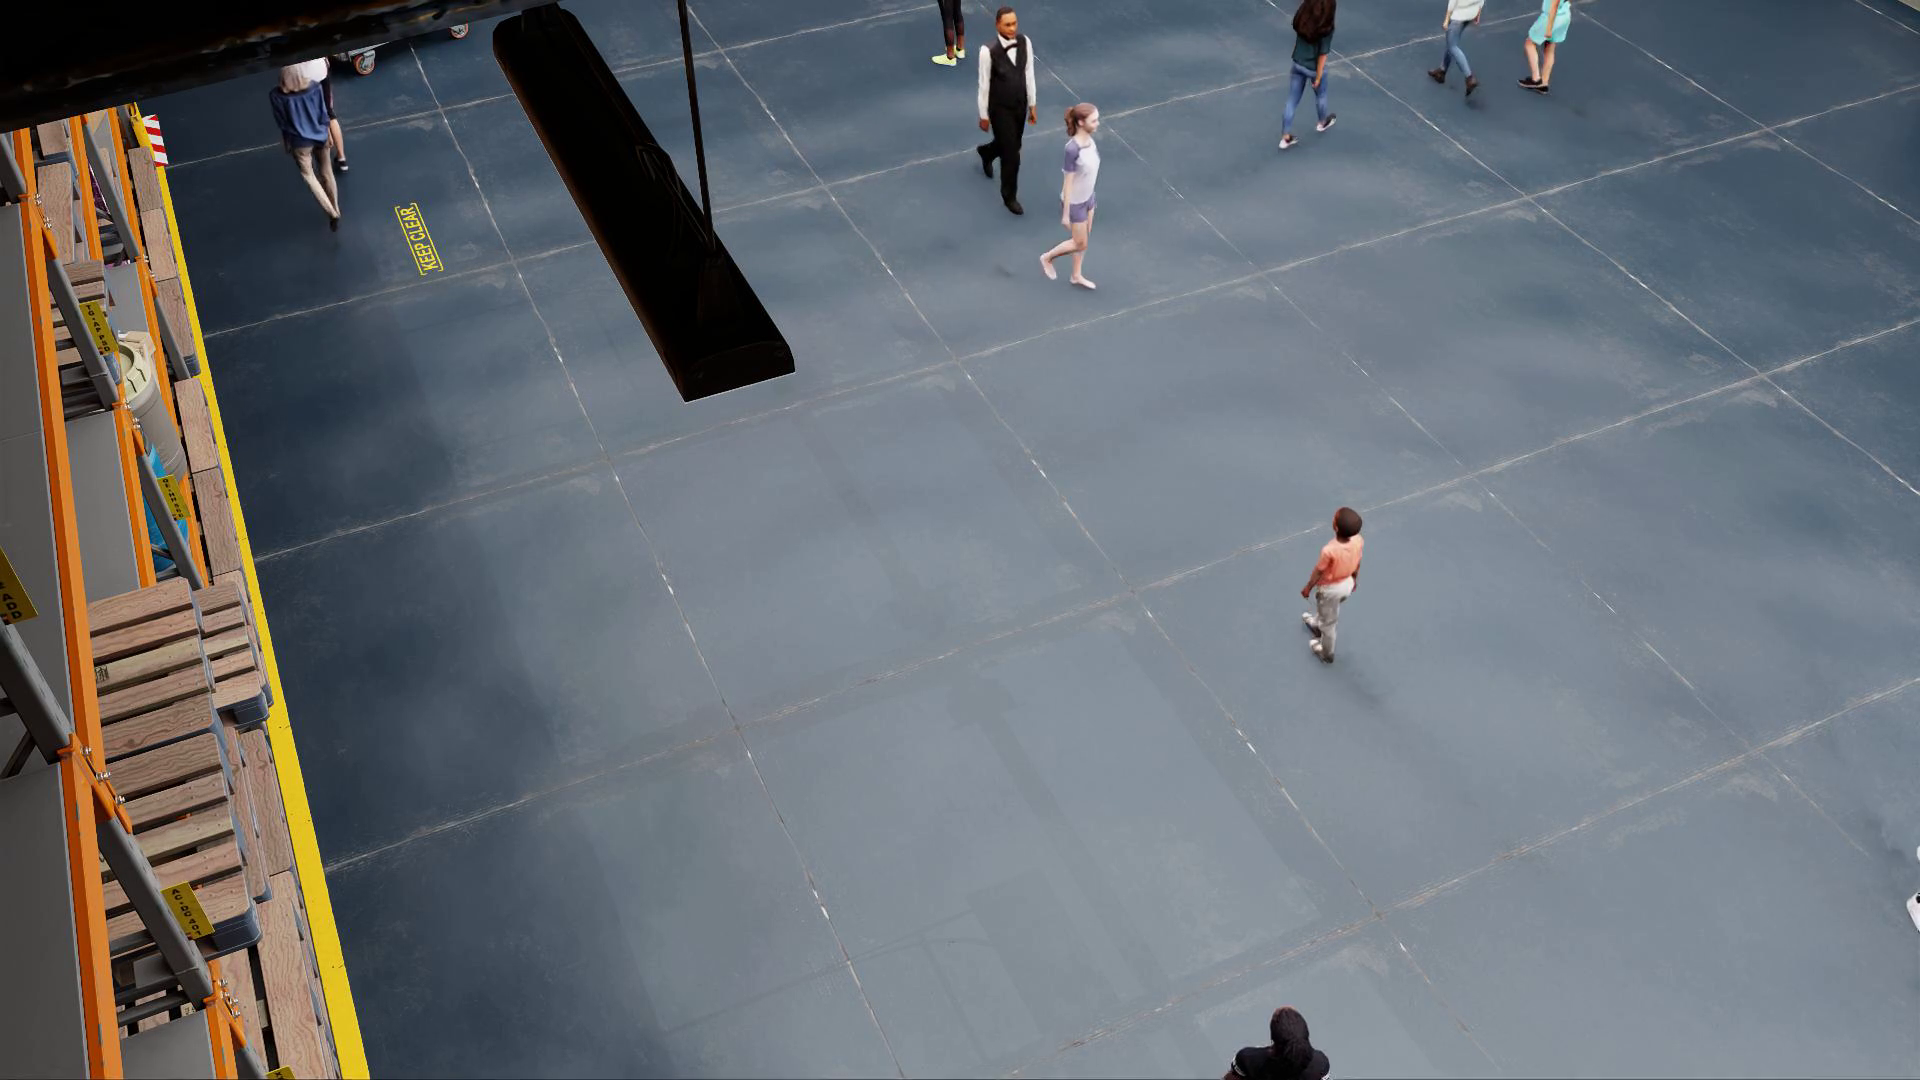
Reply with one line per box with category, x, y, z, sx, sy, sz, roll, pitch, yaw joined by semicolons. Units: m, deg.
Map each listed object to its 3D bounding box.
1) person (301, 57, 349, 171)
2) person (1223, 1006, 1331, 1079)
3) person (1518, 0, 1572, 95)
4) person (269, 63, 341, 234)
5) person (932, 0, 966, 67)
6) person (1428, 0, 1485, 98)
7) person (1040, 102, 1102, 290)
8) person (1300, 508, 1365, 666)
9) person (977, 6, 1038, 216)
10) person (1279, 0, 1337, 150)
person;-6.038;-4.287;15.559;0.843;1.738;1.204;-30;51;-28
person;1.514;2.885;8.065;0.950;1.690;1.253;0;44;-1
person;6.000;-5.188;16.644;0.602;1.547;0.639;-28;50;-26
person;-5.759;-3.504;14.778;0.714;1.682;0.963;-25;49;-24
person;-0.105;-5.745;17.078;0.669;1.754;0.644;22;48;22
person;5.081;-5.222;16.625;0.600;1.621;0.995;-20;47;-20
person;0.929;-2.908;14.099;0.858;1.756;0.784;22;48;21
person;2.522;0.340;11.021;0.527;1.299;0.674;-21;47;-20
person;0.389;-3.973;15.118;0.813;1.892;1.184;-24;49;-23
person;3.271;-4.489;15.881;0.991;1.586;0.877;33;52;29
